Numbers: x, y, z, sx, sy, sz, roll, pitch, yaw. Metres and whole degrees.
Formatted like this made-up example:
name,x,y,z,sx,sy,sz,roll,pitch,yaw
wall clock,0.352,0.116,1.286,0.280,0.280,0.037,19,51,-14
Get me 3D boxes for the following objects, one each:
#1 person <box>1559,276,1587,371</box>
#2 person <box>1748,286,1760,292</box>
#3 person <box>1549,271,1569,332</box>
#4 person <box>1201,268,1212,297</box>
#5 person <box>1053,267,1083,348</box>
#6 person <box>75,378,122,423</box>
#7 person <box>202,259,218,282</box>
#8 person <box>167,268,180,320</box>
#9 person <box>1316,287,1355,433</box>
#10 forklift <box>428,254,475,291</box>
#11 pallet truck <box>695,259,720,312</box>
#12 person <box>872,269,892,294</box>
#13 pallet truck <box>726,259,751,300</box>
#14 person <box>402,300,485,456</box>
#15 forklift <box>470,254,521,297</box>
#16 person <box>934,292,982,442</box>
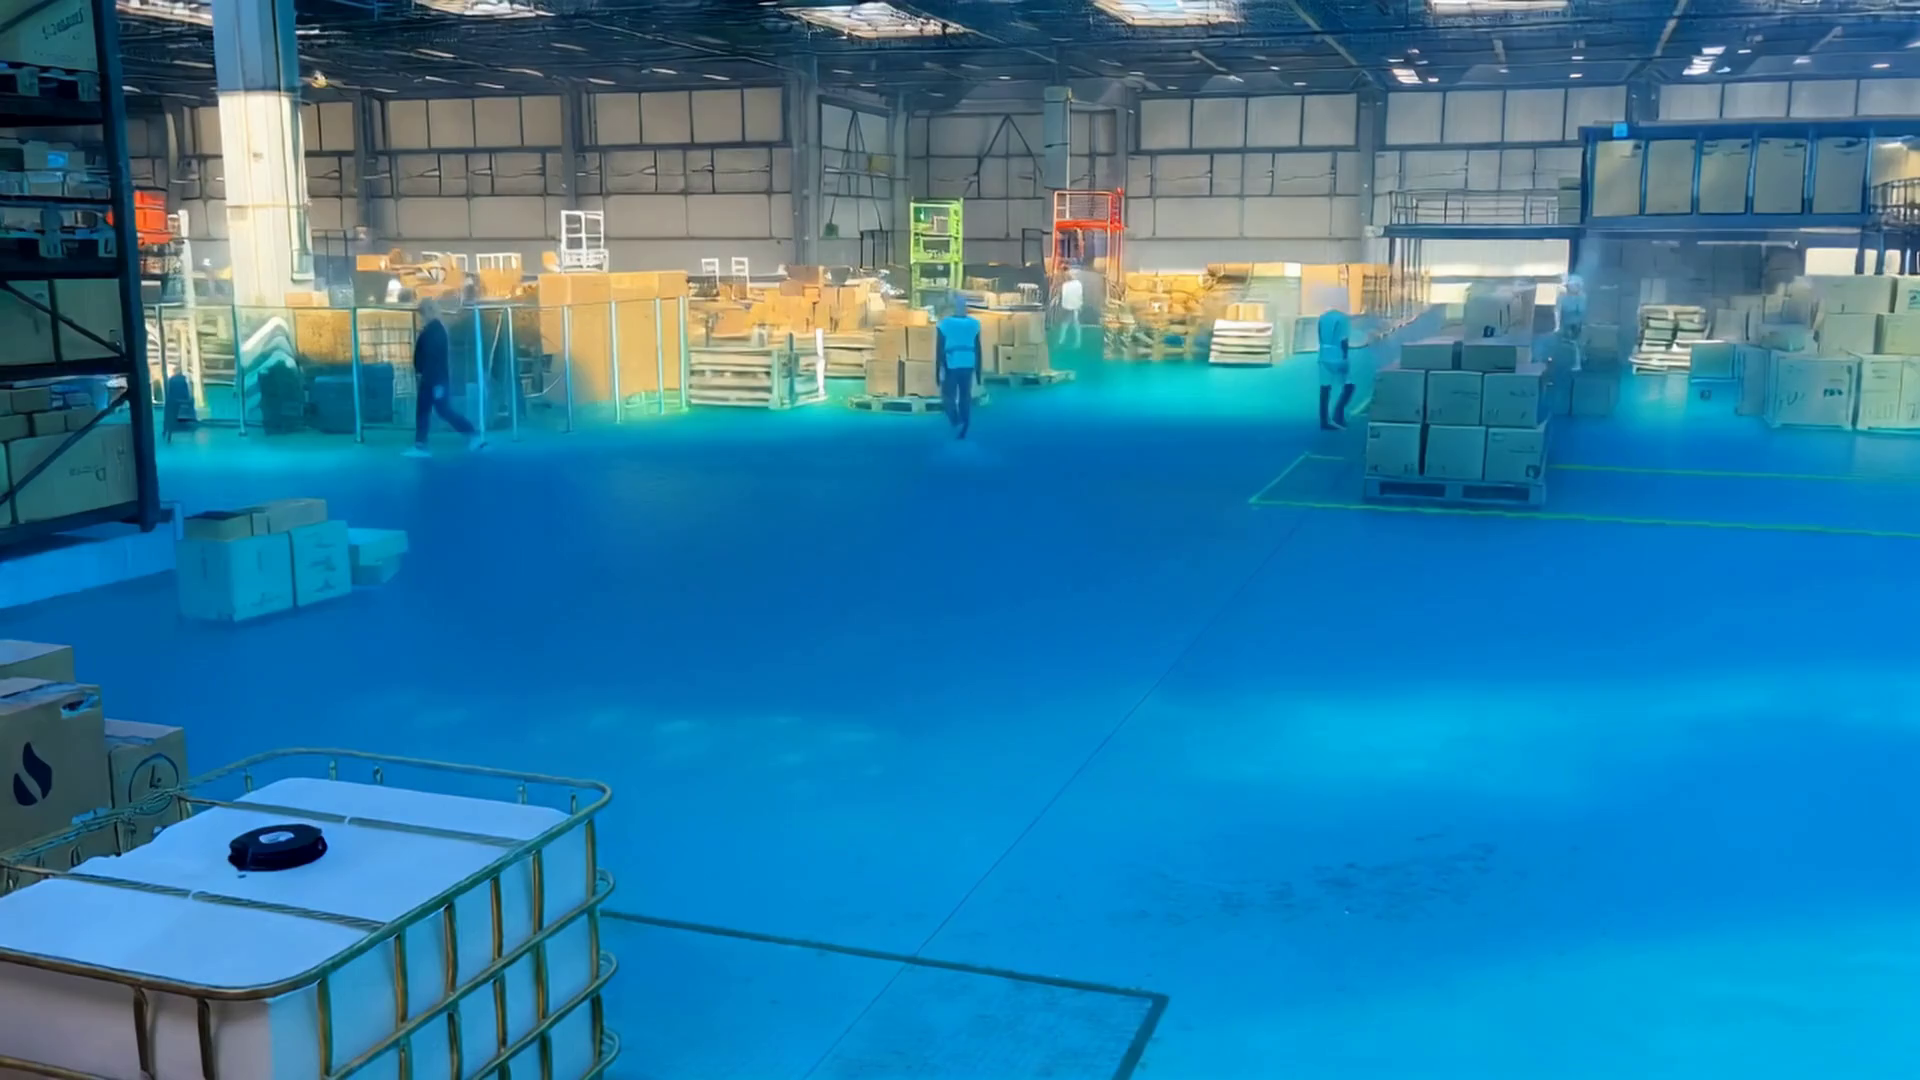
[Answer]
name,x,y,z,sx,sy,sz,roll,pitch,yaw
person,12.069,-4.243,32.763,0.559,1.895,0.976,8,13,38
person,27.413,-8.529,57.614,0.494,1.624,0.280,3,11,19
person,14.564,-5.596,40.455,0.577,1.868,0.401,-9,14,-42
person,8.199,-8.218,55.554,0.485,1.744,0.295,-9,14,-42
person,2.656,-5.627,40.379,0.647,1.942,0.990,8,13,38
person,-10.868,-2.018,21.041,0.825,1.585,0.523,6,12,29
person,-30.531,-10.499,67.869,0.390,1.949,0.768,3,11,16
person,-26.306,-8.205,55.496,0.541,1.724,0.779,6,12,31
person,5.020,-2.386,22.121,0.573,1.944,0.652,-6,12,-30
forklift,-20.133,-10.254,65.465,1.157,1.987,2.680,3,11,19
pallet truck,-9.165,-9.627,62.776,0.823,1.965,1.885,4,11,23
person,-1.917,-5.663,40.722,0.604,1.909,0.411,9,13,41
pallet truck,-7.986,-9.493,62.019,0.823,1.965,1.885,3,11,17
person,-6.172,-1.925,19.806,0.912,1.858,0.662,-2,10,-10
forklift,-17.990,-10.121,64.684,1.157,1.987,2.680,3,11,17
person,-0.023,-2.185,21.136,0.636,1.903,0.447,-3,10,-16
